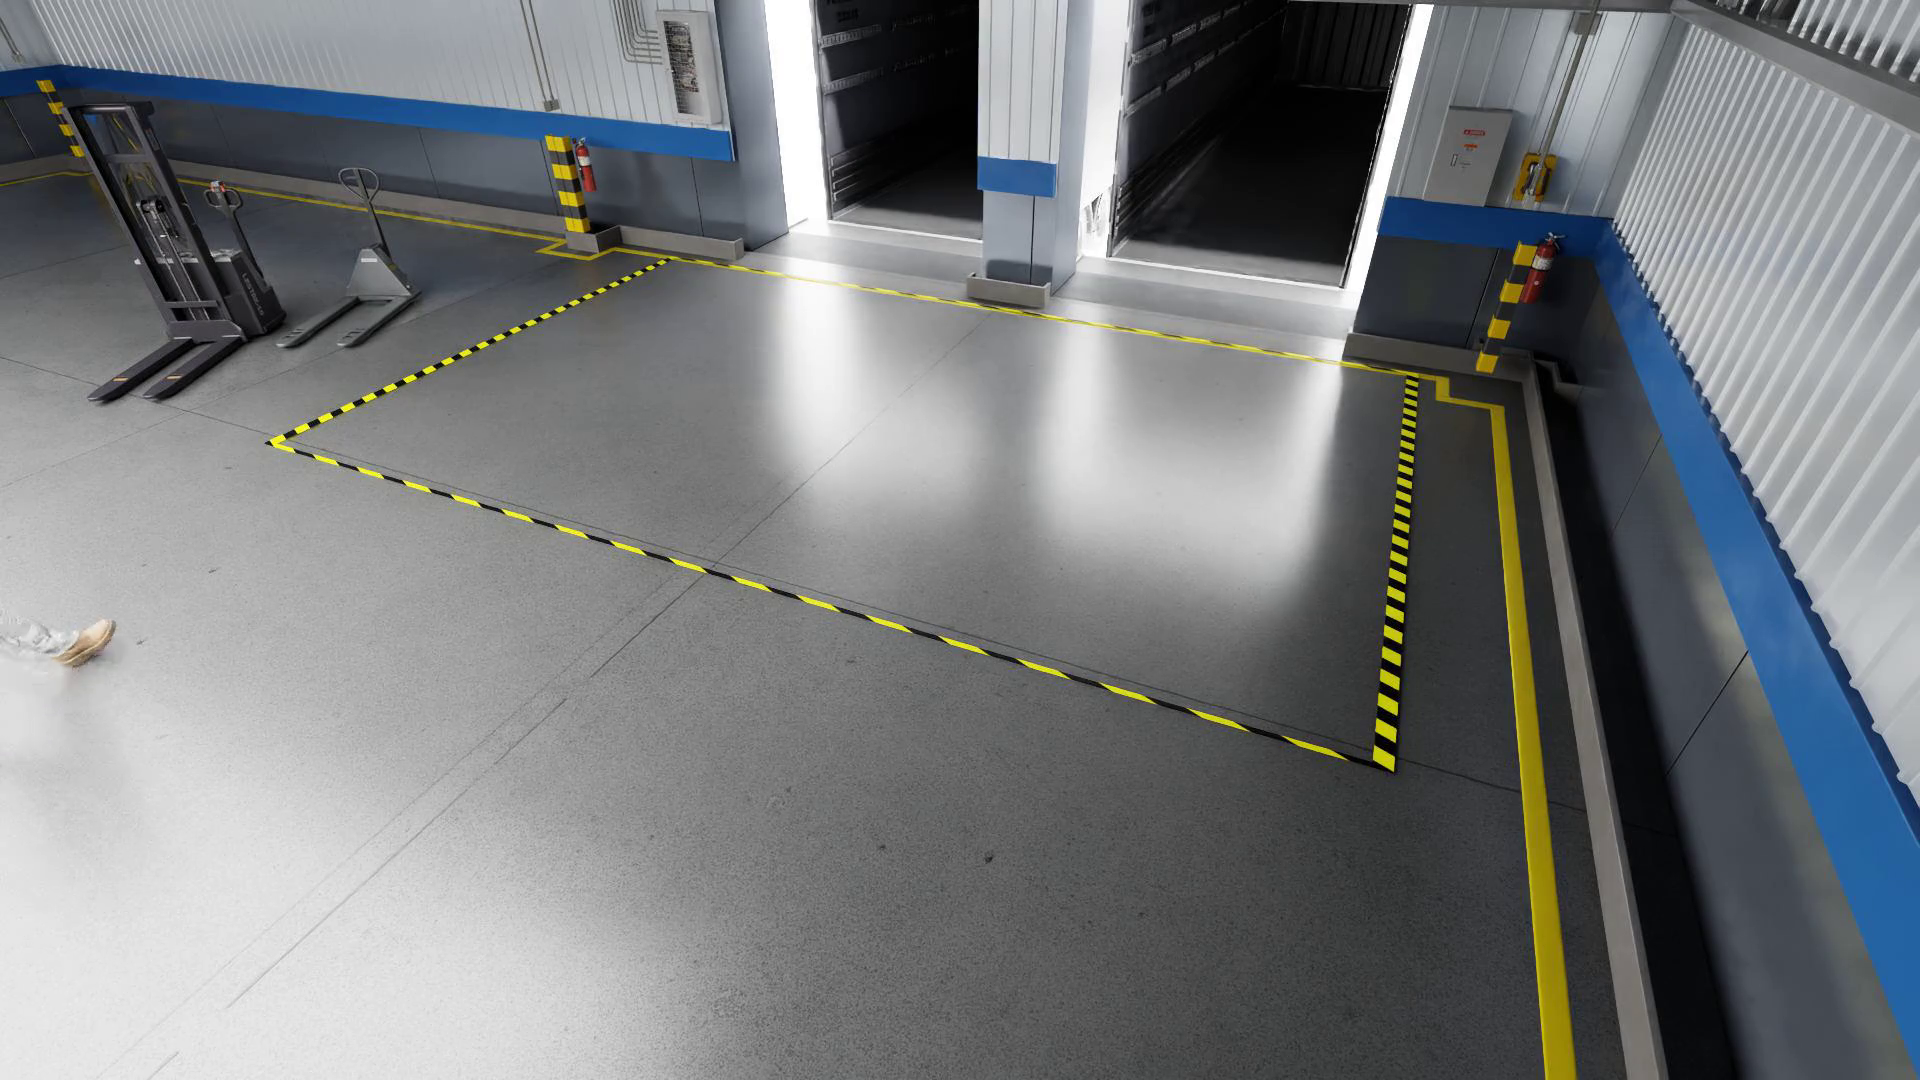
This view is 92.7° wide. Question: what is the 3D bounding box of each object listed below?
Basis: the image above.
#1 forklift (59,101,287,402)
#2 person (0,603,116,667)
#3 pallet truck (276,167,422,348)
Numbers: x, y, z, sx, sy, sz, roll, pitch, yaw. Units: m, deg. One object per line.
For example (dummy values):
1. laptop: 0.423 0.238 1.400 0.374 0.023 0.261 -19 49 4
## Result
1. forklift: -6.686 -2.387 7.434 0.823 1.965 1.885 -3 35 -5
2. person: -4.872 0.007 4.203 0.965 1.767 0.635 -29 44 -34
3. pallet truck: -5.732 -2.611 8.414 0.680 1.201 1.601 -1 35 -1
